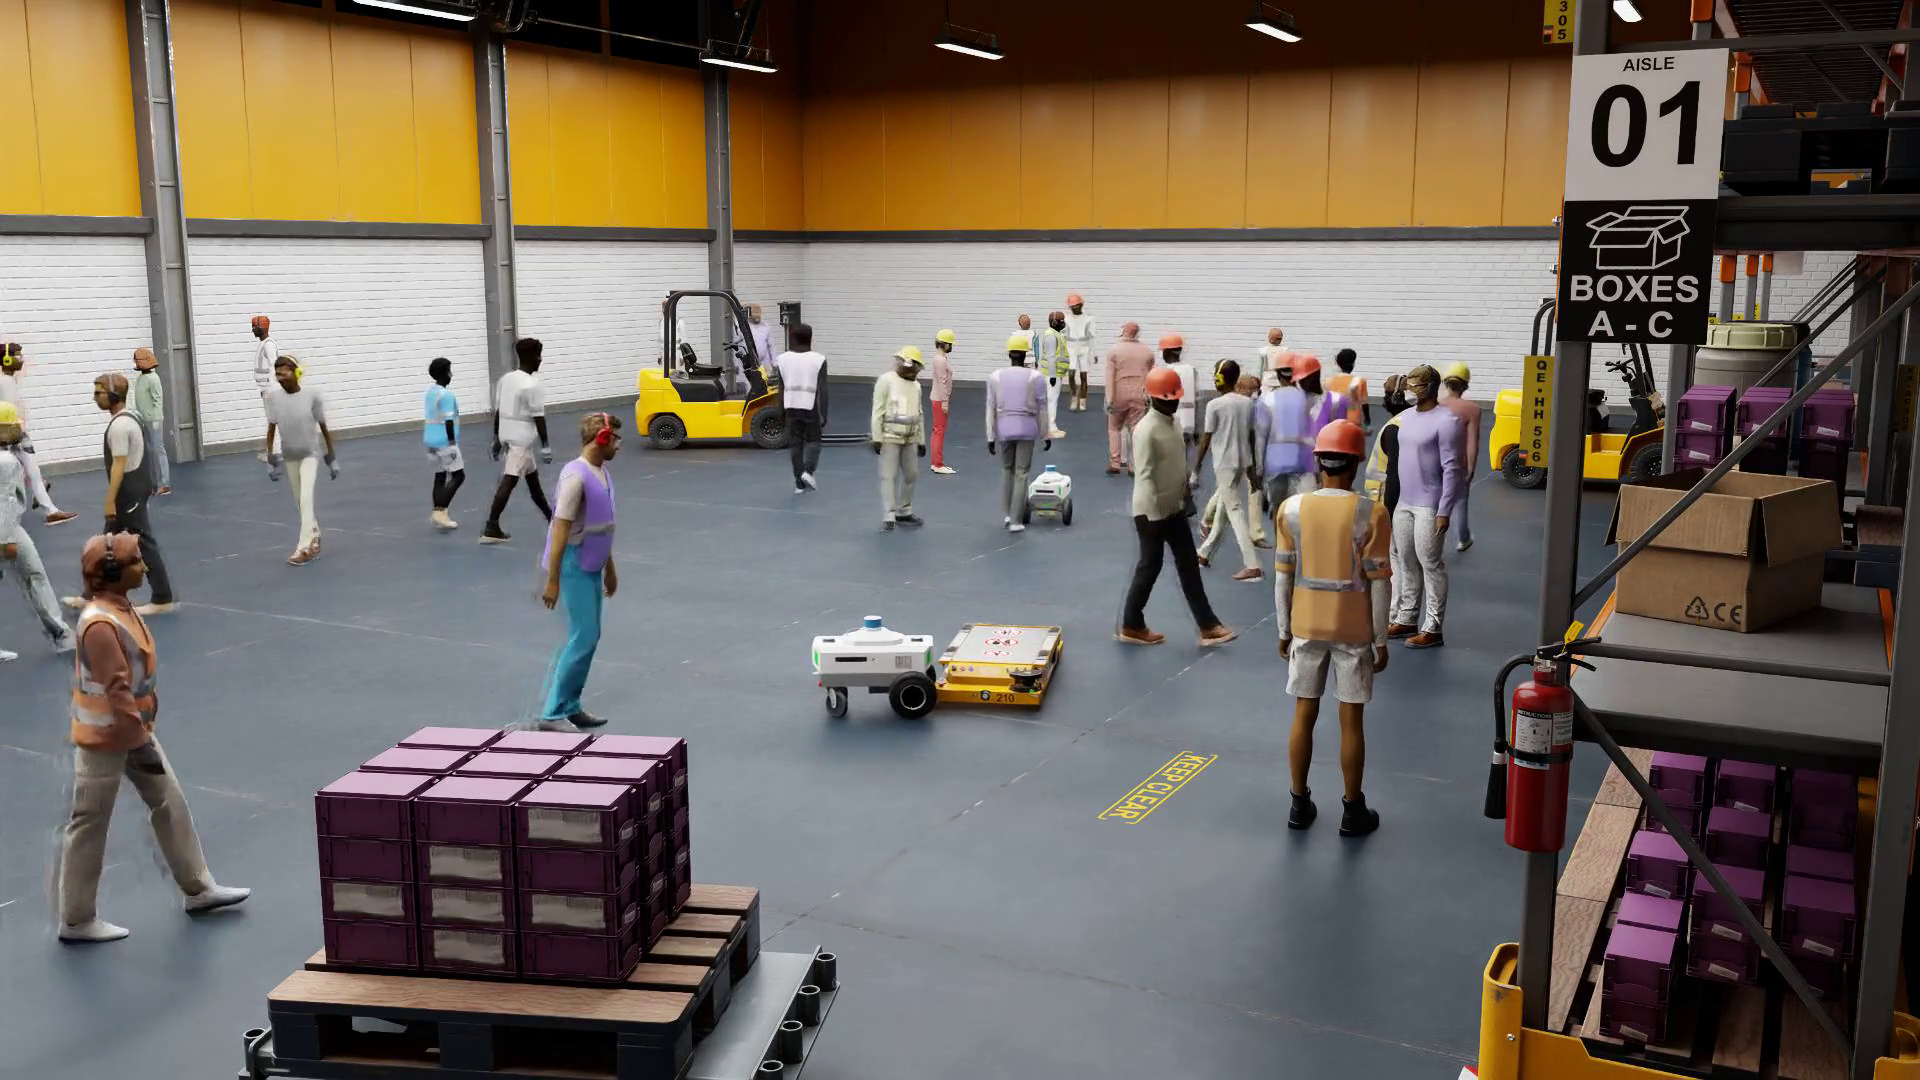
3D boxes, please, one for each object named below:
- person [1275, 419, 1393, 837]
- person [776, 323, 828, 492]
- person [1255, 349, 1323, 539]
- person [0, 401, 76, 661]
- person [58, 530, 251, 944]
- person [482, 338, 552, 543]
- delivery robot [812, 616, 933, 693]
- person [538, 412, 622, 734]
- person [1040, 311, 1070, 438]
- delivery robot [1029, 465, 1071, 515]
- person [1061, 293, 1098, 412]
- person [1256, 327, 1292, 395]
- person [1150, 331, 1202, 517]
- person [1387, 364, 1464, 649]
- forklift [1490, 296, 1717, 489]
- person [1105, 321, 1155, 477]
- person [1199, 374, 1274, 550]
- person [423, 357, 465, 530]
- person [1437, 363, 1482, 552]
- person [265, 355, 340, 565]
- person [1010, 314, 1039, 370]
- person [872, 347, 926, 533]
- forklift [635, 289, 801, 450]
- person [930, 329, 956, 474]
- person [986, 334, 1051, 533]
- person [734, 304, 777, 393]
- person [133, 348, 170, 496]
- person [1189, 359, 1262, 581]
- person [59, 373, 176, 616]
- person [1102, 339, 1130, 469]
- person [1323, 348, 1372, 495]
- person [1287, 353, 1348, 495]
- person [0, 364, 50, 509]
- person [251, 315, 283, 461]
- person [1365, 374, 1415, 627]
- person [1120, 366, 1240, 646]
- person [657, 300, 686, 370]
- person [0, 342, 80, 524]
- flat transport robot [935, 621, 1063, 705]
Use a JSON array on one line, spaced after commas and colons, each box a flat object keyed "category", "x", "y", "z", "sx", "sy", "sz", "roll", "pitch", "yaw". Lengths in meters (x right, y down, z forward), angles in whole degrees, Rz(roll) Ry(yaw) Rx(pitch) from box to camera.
[{"category": "person", "x": 1.729, "y": 0.406, "z": 7.698, "sx": 0.543, "sy": 1.931, "sz": 0.371, "roll": 5, "pitch": 11, "yaw": 29}, {"category": "person", "x": -1.757, "y": -1.465, "z": 18.624, "sx": 0.595, "sy": 1.905, "sz": 0.433, "roll": 2, "pitch": 10, "yaw": 11}, {"category": "person", "x": 2.715, "y": -0.614, "z": 13.708, "sx": 0.581, "sy": 1.902, "sz": 0.738, "roll": 2, "pitch": 10, "yaw": 10}, {"category": "person", "x": -6.206, "y": -0.062, "z": 11.014, "sx": 0.512, "sy": 1.705, "sz": 0.823, "roll": 8, "pitch": 12, "yaw": 38}, {"category": "person", "x": -3.195, "y": 0.769, "z": 6.494, "sx": 0.775, "sy": 1.611, "sz": 0.512, "roll": -3, "pitch": 10, "yaw": -15}, {"category": "person", "x": -4.089, "y": -0.945, "z": 15.607, "sx": 1.057, "sy": 1.896, "sz": 0.619, "roll": -9, "pitch": 14, "yaw": -43}, {"category": "delivery robot", "x": -0.513, "y": 0.689, "z": 9.767, "sx": 0.707, "sy": 0.478, "sz": 0.477, "roll": 0, "pitch": 10, "yaw": -2}, {"category": "person", "x": -2.107, "y": 0.187, "z": 9.328, "sx": 0.458, "sy": 1.801, "sz": 0.599, "roll": 0, "pitch": 10, "yaw": 2}, {"category": "person", "x": 1.393, "y": -2.416, "z": 24.295, "sx": 0.430, "sy": 1.845, "sz": 0.624, "roll": 2, "pitch": 10, "yaw": 10}, {"category": "delivery robot", "x": 0.904, "y": -0.506, "z": 16.684, "sx": 0.477, "sy": 0.478, "sz": 0.707, "roll": 2, "pitch": 10, "yaw": 11}, {"category": "person", "x": 2.004, "y": -3.150, "z": 28.083, "sx": 0.660, "sy": 1.993, "sz": 0.786, "roll": 1, "pitch": 10, "yaw": 8}, {"category": "person", "x": 4.421, "y": -2.164, "z": 23.417, "sx": 0.515, "sy": 1.641, "sz": 0.315, "roll": 1, "pitch": 10, "yaw": 6}, {"category": "person", "x": 2.132, "y": -1.117, "z": 16.555, "sx": 0.562, "sy": 1.915, "sz": 0.467, "roll": -8, "pitch": 12, "yaw": -38}, {"category": "person", "x": 3.149, "y": -0.233, "z": 11.371, "sx": 0.358, "sy": 1.938, "sz": 0.636, "roll": -4, "pitch": 11, "yaw": -21}, {"category": "forklift", "x": 7.296, "y": -1.677, "z": 18.993, "sx": 2.313, "sy": 2.155, "sz": 1.214, "roll": 5, "pitch": 11, "yaw": 27}, {"category": "person", "x": 2.042, "y": -1.694, "z": 20.047, "sx": 0.663, "sy": 1.866, "sz": 0.655, "roll": -2, "pitch": 10, "yaw": -12}, {"category": "person", "x": 2.546, "y": -0.741, "z": 15.300, "sx": 0.500, "sy": 1.596, "sz": 0.842, "roll": -6, "pitch": 12, "yaw": -33}, {"category": "person", "x": -5.051, "y": -0.925, "z": 16.134, "sx": 0.407, "sy": 1.677, "sz": 0.565, "roll": -9, "pitch": 13, "yaw": -42}, {"category": "person", "x": 4.335, "y": -0.700, "z": 14.704, "sx": 0.536, "sy": 1.715, "sz": 0.905, "roll": 6, "pitch": 11, "yaw": 30}, {"category": "person", "x": -5.751, "y": -0.717, "z": 14.582, "sx": 0.578, "sy": 1.817, "sz": 0.988, "roll": 0, "pitch": 10, "yaw": -1}, {"category": "person", "x": 1.104, "y": -3.012, "z": 28.319, "sx": 0.514, "sy": 1.645, "sz": 0.307, "roll": -2, "pitch": 10, "yaw": -13}, {"category": "person", "x": -0.587, "y": -0.969, "z": 16.115, "sx": 0.405, "sy": 1.783, "sz": 0.667, "roll": 10, "pitch": 14, "yaw": 44}, {"category": "forklift", "x": -3.358, "y": -2.392, "z": 23.136, "sx": 2.313, "sy": 2.155, "sz": 1.214, "roll": -1, "pitch": 10, "yaw": -5}, {"category": "person", "x": -0.206, "y": -1.690, "z": 20.332, "sx": 0.320, "sy": 1.762, "sz": 0.522, "roll": -1, "pitch": 10, "yaw": -7}, {"category": "person", "x": 0.589, "y": -1.044, "z": 16.200, "sx": 0.597, "sy": 1.896, "sz": 0.814, "roll": 3, "pitch": 10, "yaw": 18}, {"category": "person", "x": -3.235, "y": -2.813, "z": 26.504, "sx": 0.669, "sy": 1.869, "sz": 0.824, "roll": -6, "pitch": 12, "yaw": -31}, {"category": "person", "x": -9.024, "y": -1.314, "z": 18.510, "sx": 0.498, "sy": 1.634, "sz": 0.278, "roll": 9, "pitch": 13, "yaw": 43}, {"category": "person", "x": 2.190, "y": -0.591, "z": 13.817, "sx": 0.539, "sy": 1.816, "sz": 1.014, "roll": -8, "pitch": 12, "yaw": -38}, {"category": "person", "x": -6.257, "y": -0.315, "z": 12.220, "sx": 0.836, "sy": 1.810, "sz": 0.548, "roll": -4, "pitch": 11, "yaw": -22}, {"category": "person", "x": 2.034, "y": -1.691, "z": 20.762, "sx": 0.519, "sy": 1.618, "sz": 0.360, "roll": -9, "pitch": 13, "yaw": -42}, {"category": "person", "x": 4.118, "y": -1.244, "z": 18.004, "sx": 0.789, "sy": 1.667, "sz": 0.532, "roll": -8, "pitch": 12, "yaw": -38}, {"category": "person", "x": 2.950, "y": -0.624, "z": 13.831, "sx": 0.578, "sy": 1.881, "sz": 0.899, "roll": 2, "pitch": 10, "yaw": 10}, {"category": "person", "x": -9.775, "y": -1.191, "z": 17.092, "sx": 0.574, "sy": 1.879, "sz": 0.682, "roll": -3, "pitch": 10, "yaw": -16}, {"category": "person", "x": -8.952, "y": -1.959, "z": 21.524, "sx": 0.358, "sy": 1.885, "sz": 0.572, "roll": -6, "pitch": 11, "yaw": -29}, {"category": "person", "x": 3.075, "y": -0.248, "z": 11.740, "sx": 0.429, "sy": 1.842, "sz": 0.634, "roll": 5, "pitch": 11, "yaw": 29}, {"category": "person", "x": 1.460, "y": -0.200, "z": 11.190, "sx": 0.901, "sy": 1.934, "sz": 0.652, "roll": 6, "pitch": 11, "yaw": 31}, {"category": "person", "x": -4.951, "y": -3.162, "z": 28.489, "sx": 0.583, "sy": 1.882, "sz": 0.337, "roll": 6, "pitch": 11, "yaw": 31}, {"category": "person", "x": -9.261, "y": -1.010, "z": 16.232, "sx": 0.970, "sy": 1.818, "sz": 0.517, "roll": -3, "pitch": 10, "yaw": -17}, {"category": "flat transport robot", "x": 0.261, "y": 0.755, "z": 10.478, "sx": 0.652, "sy": 0.197, "sz": 1.431, "roll": 2, "pitch": 10, "yaw": 9}]
